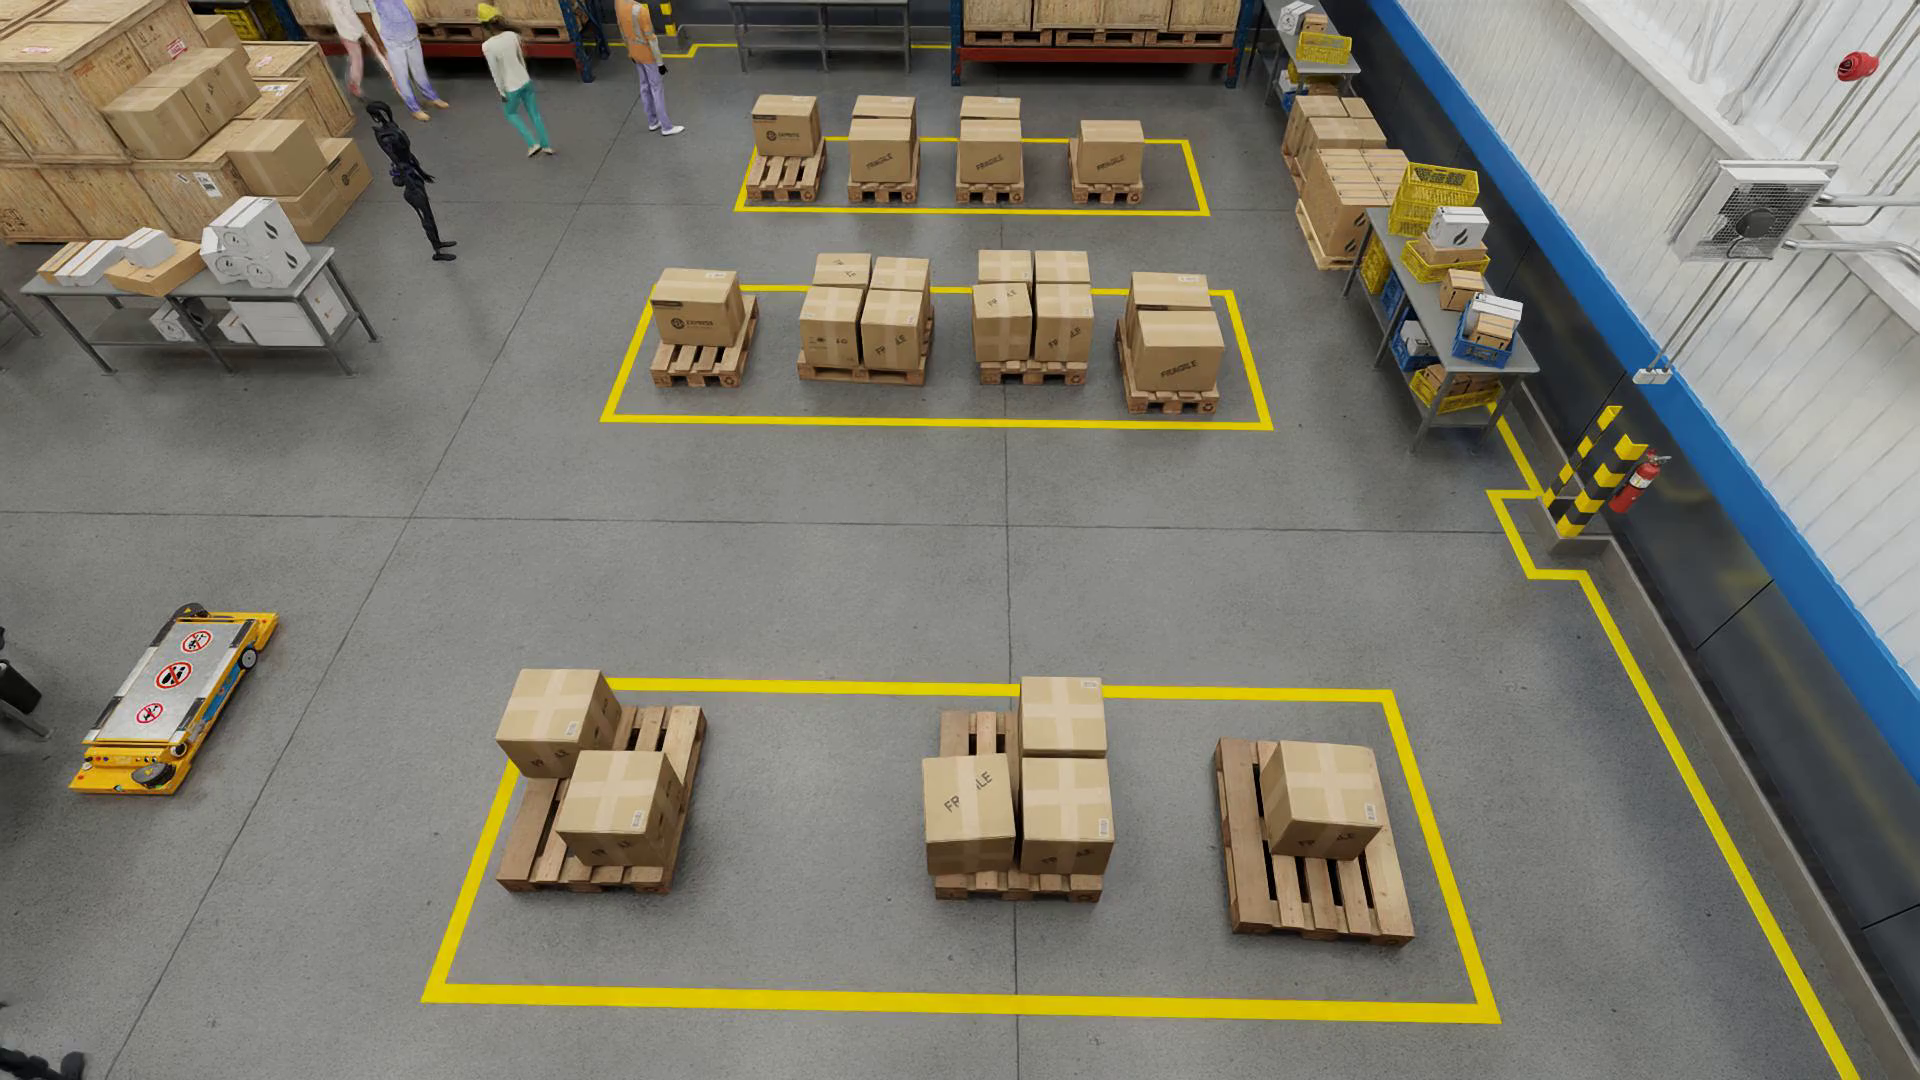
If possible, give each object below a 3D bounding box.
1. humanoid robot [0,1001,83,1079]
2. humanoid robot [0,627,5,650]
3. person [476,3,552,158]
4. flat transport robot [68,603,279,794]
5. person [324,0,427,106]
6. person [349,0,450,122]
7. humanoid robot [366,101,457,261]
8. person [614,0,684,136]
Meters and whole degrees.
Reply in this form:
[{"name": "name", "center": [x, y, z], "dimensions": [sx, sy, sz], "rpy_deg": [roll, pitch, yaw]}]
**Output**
[{"name": "humanoid robot", "center": [-4.985, 2.473, 4.352], "dimensions": [0.341, 1.650, 0.607], "rpy_deg": [25, 54, 20]}, {"name": "humanoid robot", "center": [-7.323, 0.281, 6.197], "dimensions": [0.585, 1.657, 0.331], "rpy_deg": [-17, 52, -14]}, {"name": "person", "center": [-5.374, -5.489, 11.035], "dimensions": [0.386, 1.756, 0.527], "rpy_deg": [23, 54, 18]}, {"name": "flat transport robot", "center": [-5.504, 1.072, 6.442], "dimensions": [0.652, 0.197, 1.431], "rpy_deg": [1, 50, 1]}, {"name": "person", "center": [-7.860, -6.617, 11.866], "dimensions": [0.976, 1.942, 0.587], "rpy_deg": [7, 50, 6]}, {"name": "person", "center": [-7.156, -6.447, 11.663], "dimensions": [0.540, 2.000, 0.687], "rpy_deg": [15, 51, 12]}, {"name": "humanoid robot", "center": [-5.733, -3.766, 9.622], "dimensions": [0.329, 1.657, 0.587], "rpy_deg": [-13, 51, -11]}, {"name": "person", "center": [-3.901, -6.040, 11.391], "dimensions": [0.593, 1.925, 0.366], "rpy_deg": [30, 56, 23]}]
